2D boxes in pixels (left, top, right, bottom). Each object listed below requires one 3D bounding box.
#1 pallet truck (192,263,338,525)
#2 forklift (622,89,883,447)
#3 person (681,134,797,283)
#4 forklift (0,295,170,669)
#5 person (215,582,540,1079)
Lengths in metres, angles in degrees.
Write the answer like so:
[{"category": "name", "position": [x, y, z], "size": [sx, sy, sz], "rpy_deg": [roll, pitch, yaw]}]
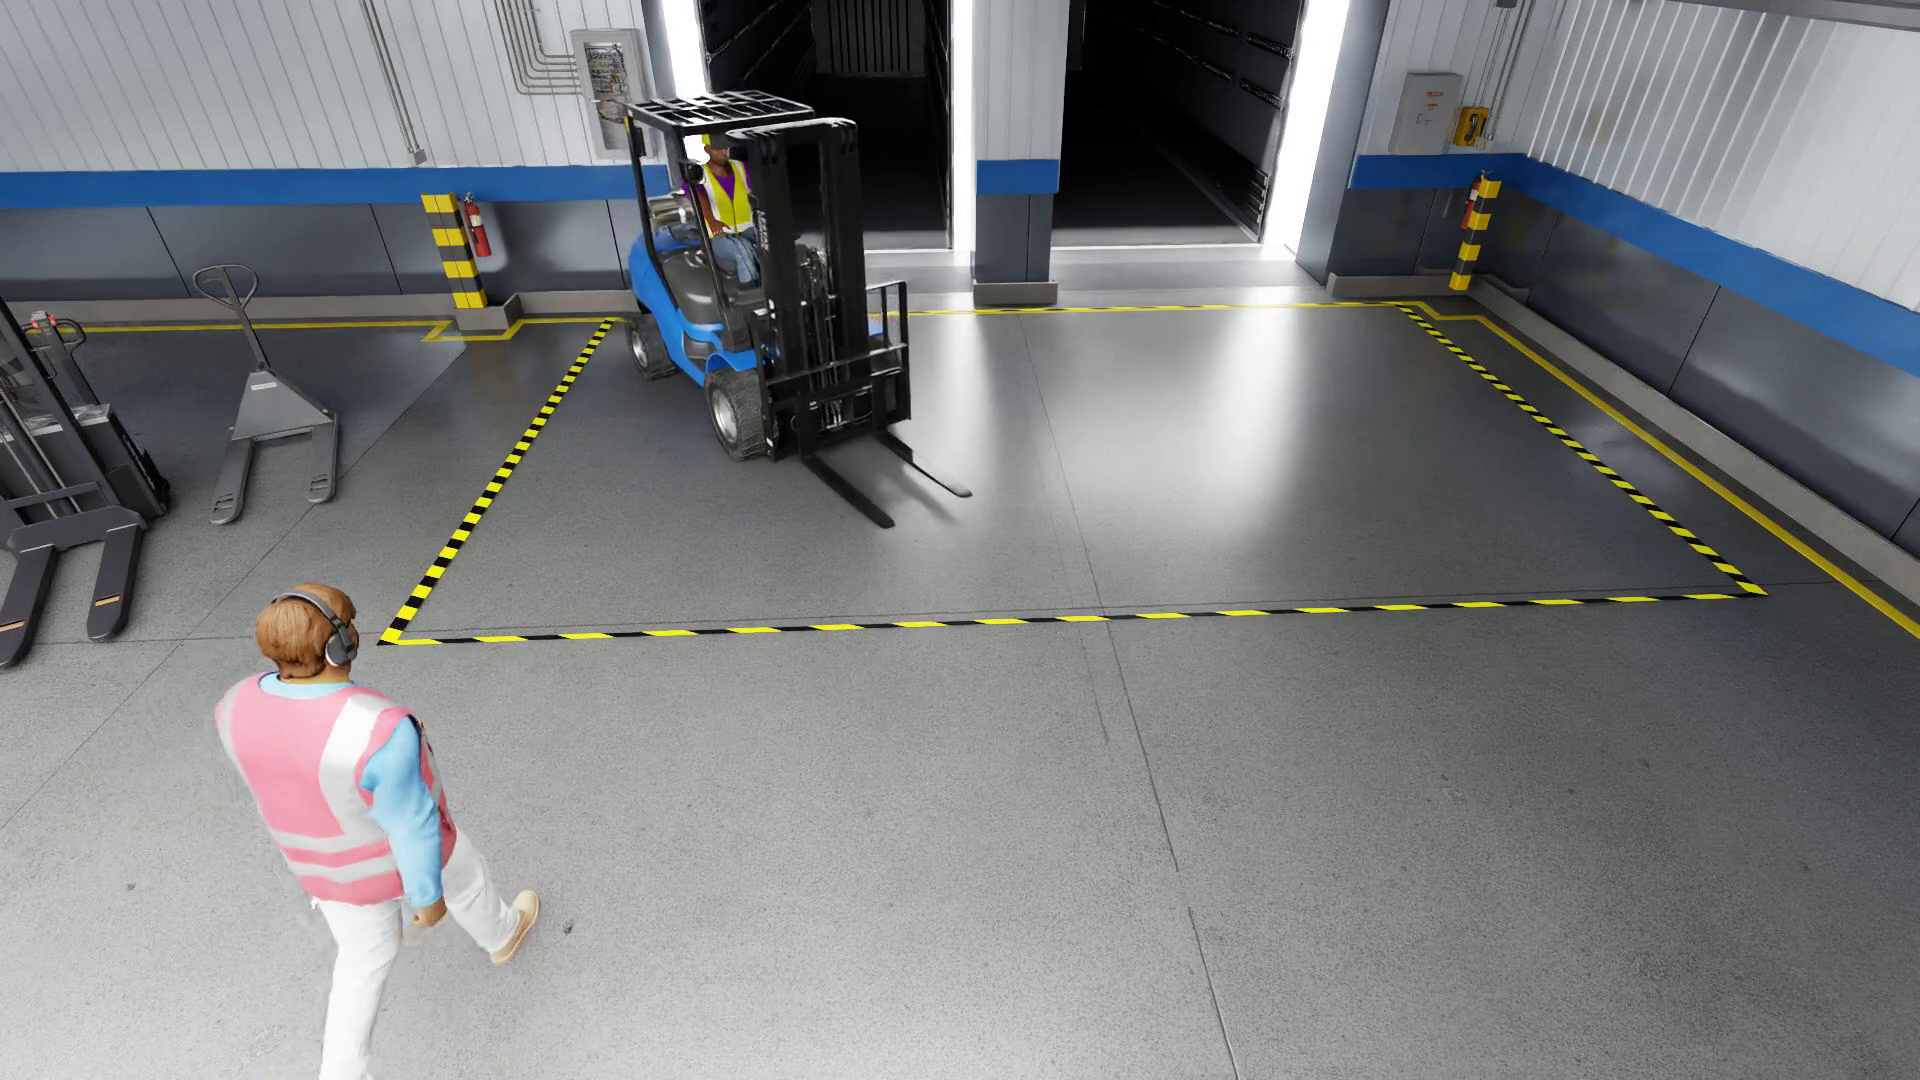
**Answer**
[{"category": "pallet truck", "position": [-4.778, -1.027, 6.128], "size": [0.680, 1.201, 1.601], "rpy_deg": [-17, 38, -23]}, {"category": "forklift", "position": [-1.583, -2.121, 6.726], "size": [1.157, 2.036, 2.680], "rpy_deg": [-22, 41, -29]}, {"category": "person", "position": [-1.554, -2.244, 6.576], "size": [0.635, 1.294, 1.004], "rpy_deg": [-22, 41, -29]}, {"category": "forklift", "position": [-5.212, -0.618, 4.878], "size": [0.823, 1.965, 1.885], "rpy_deg": [-20, 39, -26]}, {"category": "person", "position": [-1.826, 0.986, 2.778], "size": [0.629, 1.774, 0.988], "rpy_deg": [5, 35, 7]}]
